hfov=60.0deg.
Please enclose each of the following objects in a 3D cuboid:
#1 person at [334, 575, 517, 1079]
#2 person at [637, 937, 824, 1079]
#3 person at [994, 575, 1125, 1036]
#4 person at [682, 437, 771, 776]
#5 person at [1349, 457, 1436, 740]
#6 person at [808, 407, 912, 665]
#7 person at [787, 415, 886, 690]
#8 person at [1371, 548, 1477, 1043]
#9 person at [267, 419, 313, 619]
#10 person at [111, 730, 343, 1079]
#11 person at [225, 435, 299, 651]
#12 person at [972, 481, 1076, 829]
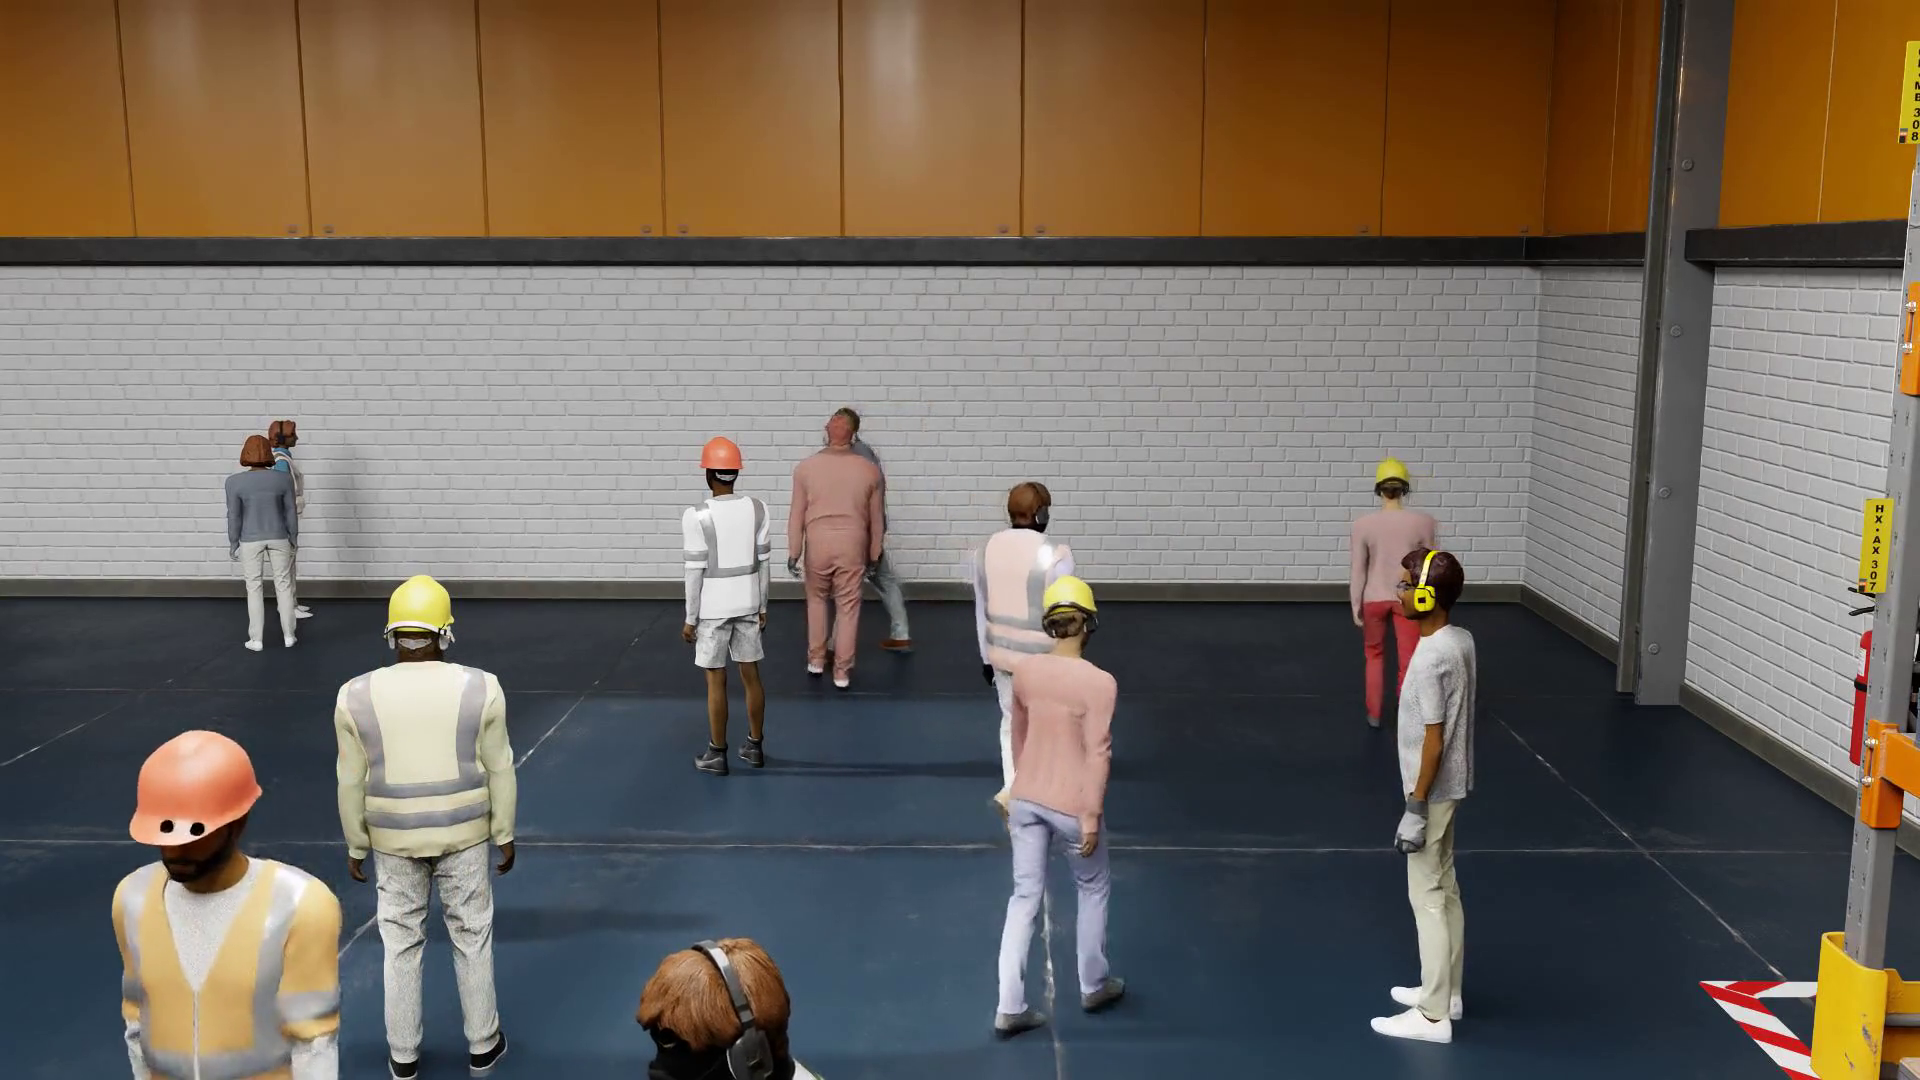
[{"bbox_3d":[-1.880,1.031,5.916,0.600,1.831,0.404,-2,10,-14],"label":"person"},{"bbox_3d":[-0.357,1.550,2.836,0.429,1.831,0.634,-8,12,-39],"label":"person"},{"bbox_3d":[0.382,1.010,6.365,0.542,1.722,0.759,8,12,39],"label":"person"},{"bbox_3d":[-1.342,0.380,9.508,0.542,1.938,0.357,-7,12,-35],"label":"person"},{"bbox_3d":[2.631,0.369,10.148,0.524,1.741,0.756,2,10,12],"label":"person"},{"bbox_3d":[-0.725,-0.042,12.240,0.803,1.889,0.712,-2,10,-11],"label":"person"},{"bbox_3d":[-0.855,0.074,11.548,0.685,1.866,0.738,0,9,-3],"label":"person"},{"bbox_3d":[1.764,0.956,6.261,0.309,1.868,0.535,5,11,30],"label":"person"},{"bbox_3d":[-5.547,-0.173,13.708,0.306,1.639,0.523,-4,10,-25],"label":"person"},{"bbox_3d":[-1.651,1.355,3.737,0.546,1.908,0.594,0,9,2],"label":"person"},{"bbox_3d":[-5.261,0.020,12.573,0.506,1.633,0.279,-6,11,-32],"label":"person"},{"bbox_3d":[0.325,0.614,8.432,0.641,1.826,0.512,8,13,41],"label":"person"}]
